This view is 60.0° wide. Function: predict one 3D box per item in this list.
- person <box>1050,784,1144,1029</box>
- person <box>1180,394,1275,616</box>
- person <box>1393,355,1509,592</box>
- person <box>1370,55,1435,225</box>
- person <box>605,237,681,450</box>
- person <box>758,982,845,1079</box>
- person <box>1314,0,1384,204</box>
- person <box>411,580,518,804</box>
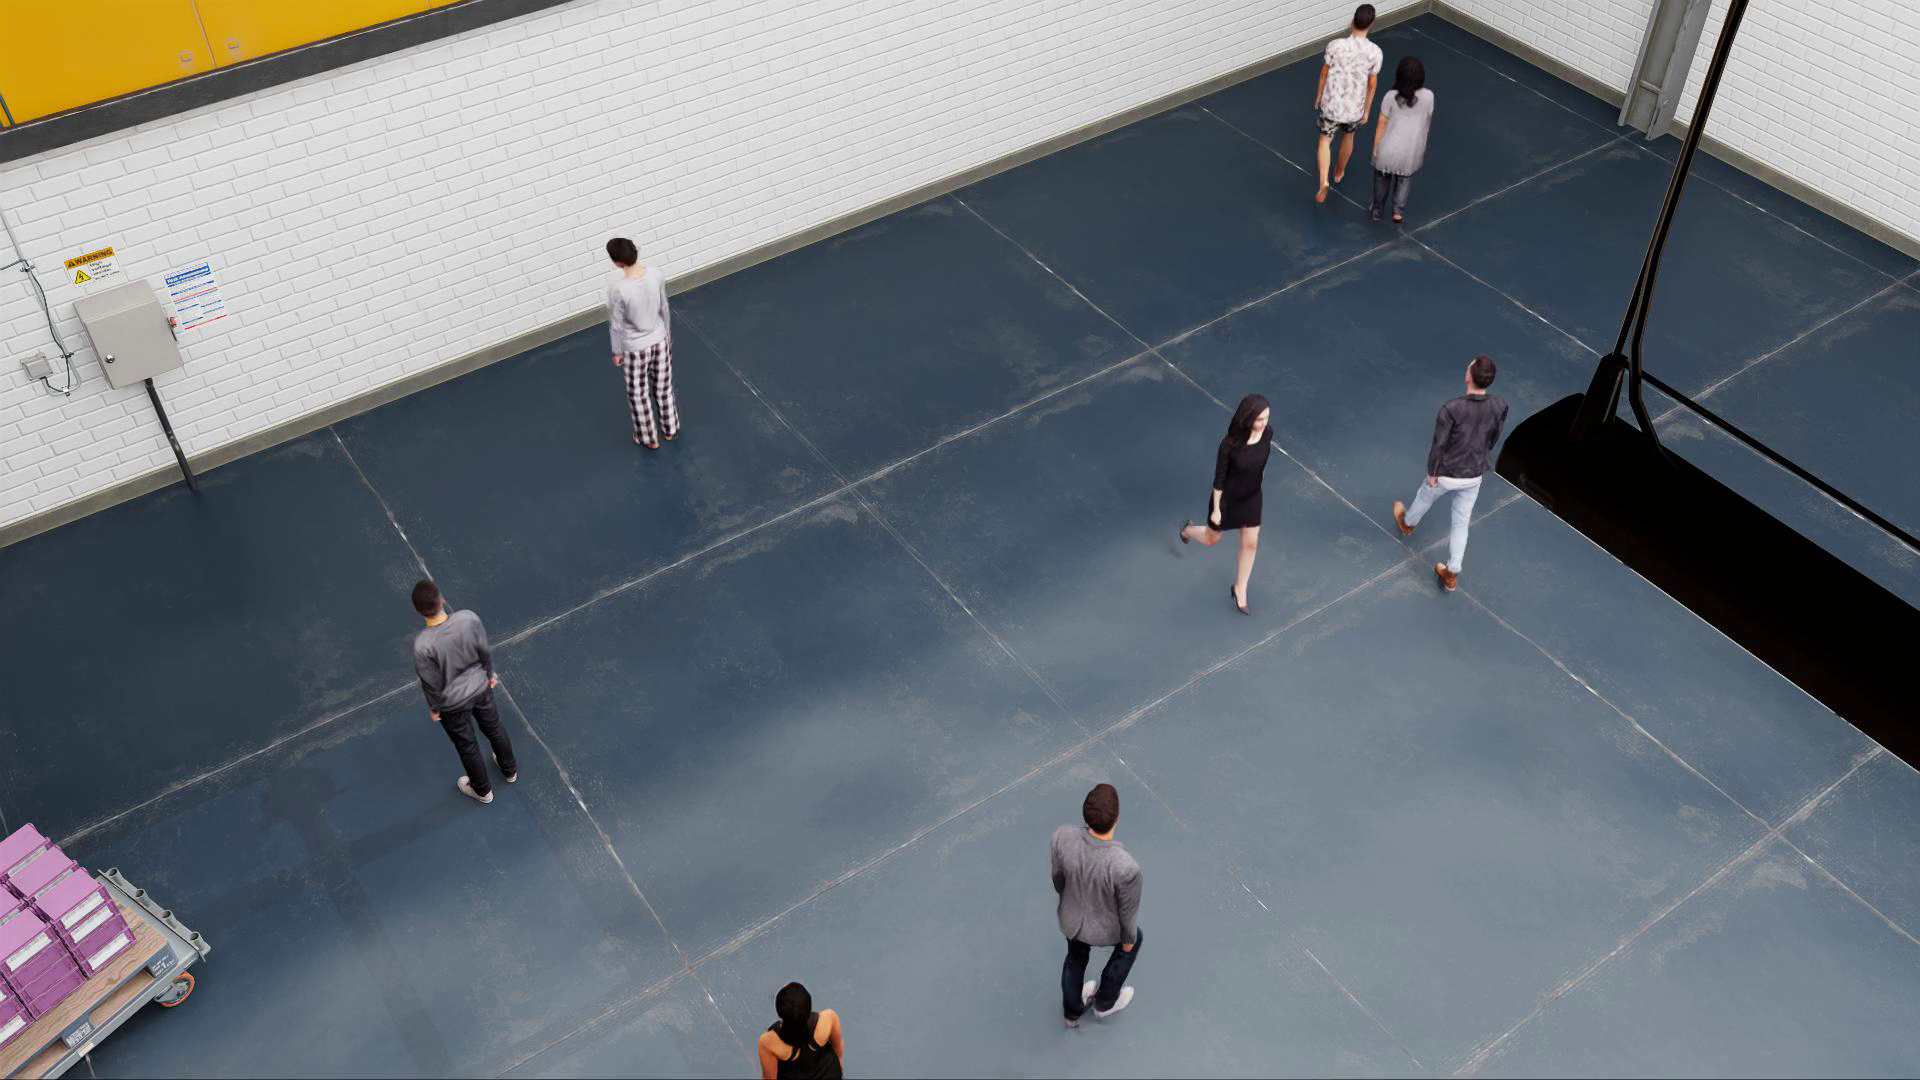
[{"bbox_3d":[0.668,2.025,8.708,0.748,1.854,0.869,25,49,24],"label":"person"},{"bbox_3d":[1.804,-0.306,11.206,0.740,1.783,1.078,-16,46,-17],"label":"person"},{"bbox_3d":[3.410,-0.400,11.292,0.983,1.802,1.186,-6,44,-6],"label":"person"},{"bbox_3d":[3.886,-3.452,14.649,0.853,1.589,0.920,4,44,4],"label":"person"},{"bbox_3d":[-2.361,-1.475,12.391,0.652,1.843,0.547,-23,48,-22],"label":"person"},{"bbox_3d":[-0.759,2.655,8.189,0.609,1.658,0.553,-18,47,-18],"label":"person"},{"bbox_3d":[3.452,-3.905,14.980,1.061,1.790,1.125,7,44,7],"label":"person"},{"bbox_3d":[-2.983,0.906,9.951,0.599,1.760,0.665,31,52,29],"label":"person"}]
